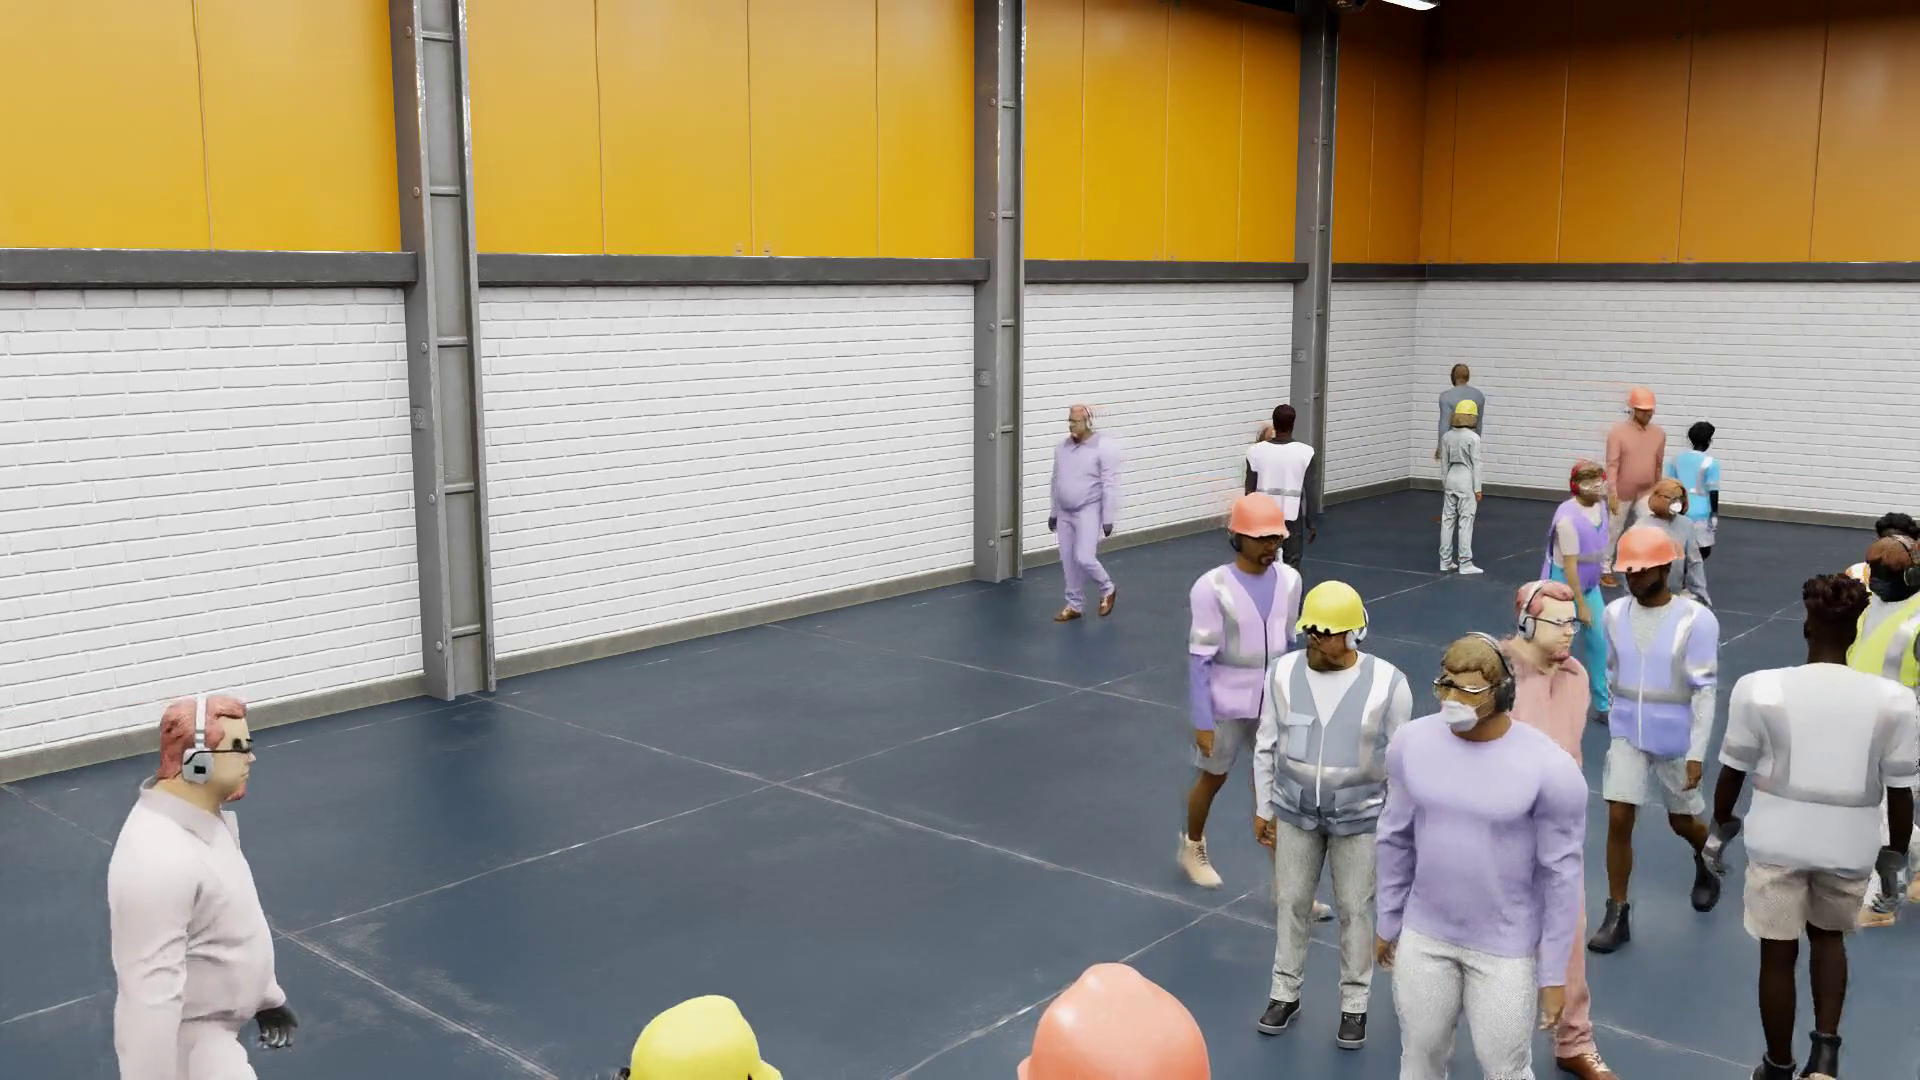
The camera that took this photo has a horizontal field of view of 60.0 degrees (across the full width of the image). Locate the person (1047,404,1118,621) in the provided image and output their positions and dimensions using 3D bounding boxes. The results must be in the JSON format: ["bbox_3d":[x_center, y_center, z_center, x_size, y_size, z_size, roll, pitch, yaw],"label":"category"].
[{"bbox_3d":[1.051,-0.229,14.285,0.476,1.893,0.649,-9,12,-43],"label":"person"}]

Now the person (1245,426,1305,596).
[{"bbox_3d":[2.851,-0.249,15.305,0.541,1.587,0.846,-4,10,-24],"label":"person"}]

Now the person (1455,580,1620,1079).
[{"bbox_3d":[2.093,1.052,6.327,0.644,1.865,0.967,-4,10,-21],"label":"person"}]

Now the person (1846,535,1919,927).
[{"bbox_3d":[4.314,0.867,7.600,0.586,1.822,0.646,-1,9,-4],"label":"person"}]

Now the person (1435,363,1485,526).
[{"bbox_3d":[5.949,-1.139,19.827,0.635,1.937,0.352,-4,10,-22],"label":"person"}]

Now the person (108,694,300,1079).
[{"bbox_3d":[-1.945,1.334,4.520,0.910,1.864,0.644,-4,10,-24],"label":"person"}]

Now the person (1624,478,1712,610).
[{"bbox_3d":[4.818,0.394,11.237,0.506,1.606,0.749,-3,10,-20],"label":"person"}]

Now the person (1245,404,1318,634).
[{"bbox_3d":[2.655,-0.164,13.776,0.598,1.916,0.374,3,10,20],"label":"person"}]

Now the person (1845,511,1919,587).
[{"bbox_3d":[5.103,0.683,9.156,0.540,1.696,0.318,7,11,36],"label":"person"}]

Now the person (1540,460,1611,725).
[{"bbox_3d":[4.113,0.358,10.908,0.637,1.790,0.790,-7,11,-36],"label":"person"}]

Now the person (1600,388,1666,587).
[{"bbox_3d":[6.287,-0.456,15.573,0.632,1.938,1.041,-1,9,-5],"label":"person"}]

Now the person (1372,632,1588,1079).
[{"bbox_3d":[1.535,1.223,5.042,0.649,1.930,0.384,8,12,42],"label":"person"}]

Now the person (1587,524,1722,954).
[{"bbox_3d":[3.154,0.851,7.463,0.831,1.911,0.561,-9,12,-43],"label":"person"}]

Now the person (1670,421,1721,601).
[{"bbox_3d":[6.538,-0.222,14.971,0.511,1.648,0.564,-4,10,-24],"label":"person"}]

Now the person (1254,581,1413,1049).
[{"bbox_3d":[1.422,1.050,6.435,0.599,1.824,0.404,4,10,25],"label":"person"}]

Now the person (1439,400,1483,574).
[{"bbox_3d":[5.035,-0.535,16.658,0.302,1.742,0.486,-6,11,-32],"label":"person"}]

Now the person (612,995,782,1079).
[{"bbox_3d":[-0.389,1.636,2.981,0.711,1.740,0.548,-6,11,-33],"label":"person"}]

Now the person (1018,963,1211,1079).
[{"bbox_3d":[0.213,1.591,2.362,0.605,2.045,0.376,-5,10,-28],"label":"person"}]

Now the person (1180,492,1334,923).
[{"bbox_3d":[1.350,0.761,7.758,0.642,1.984,1.050,-4,10,-24],"label":"person"}]

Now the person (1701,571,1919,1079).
[{"bbox_3d":[3.006,1.075,5.911,0.637,1.945,0.432,2,9,14],"label":"person"}]
